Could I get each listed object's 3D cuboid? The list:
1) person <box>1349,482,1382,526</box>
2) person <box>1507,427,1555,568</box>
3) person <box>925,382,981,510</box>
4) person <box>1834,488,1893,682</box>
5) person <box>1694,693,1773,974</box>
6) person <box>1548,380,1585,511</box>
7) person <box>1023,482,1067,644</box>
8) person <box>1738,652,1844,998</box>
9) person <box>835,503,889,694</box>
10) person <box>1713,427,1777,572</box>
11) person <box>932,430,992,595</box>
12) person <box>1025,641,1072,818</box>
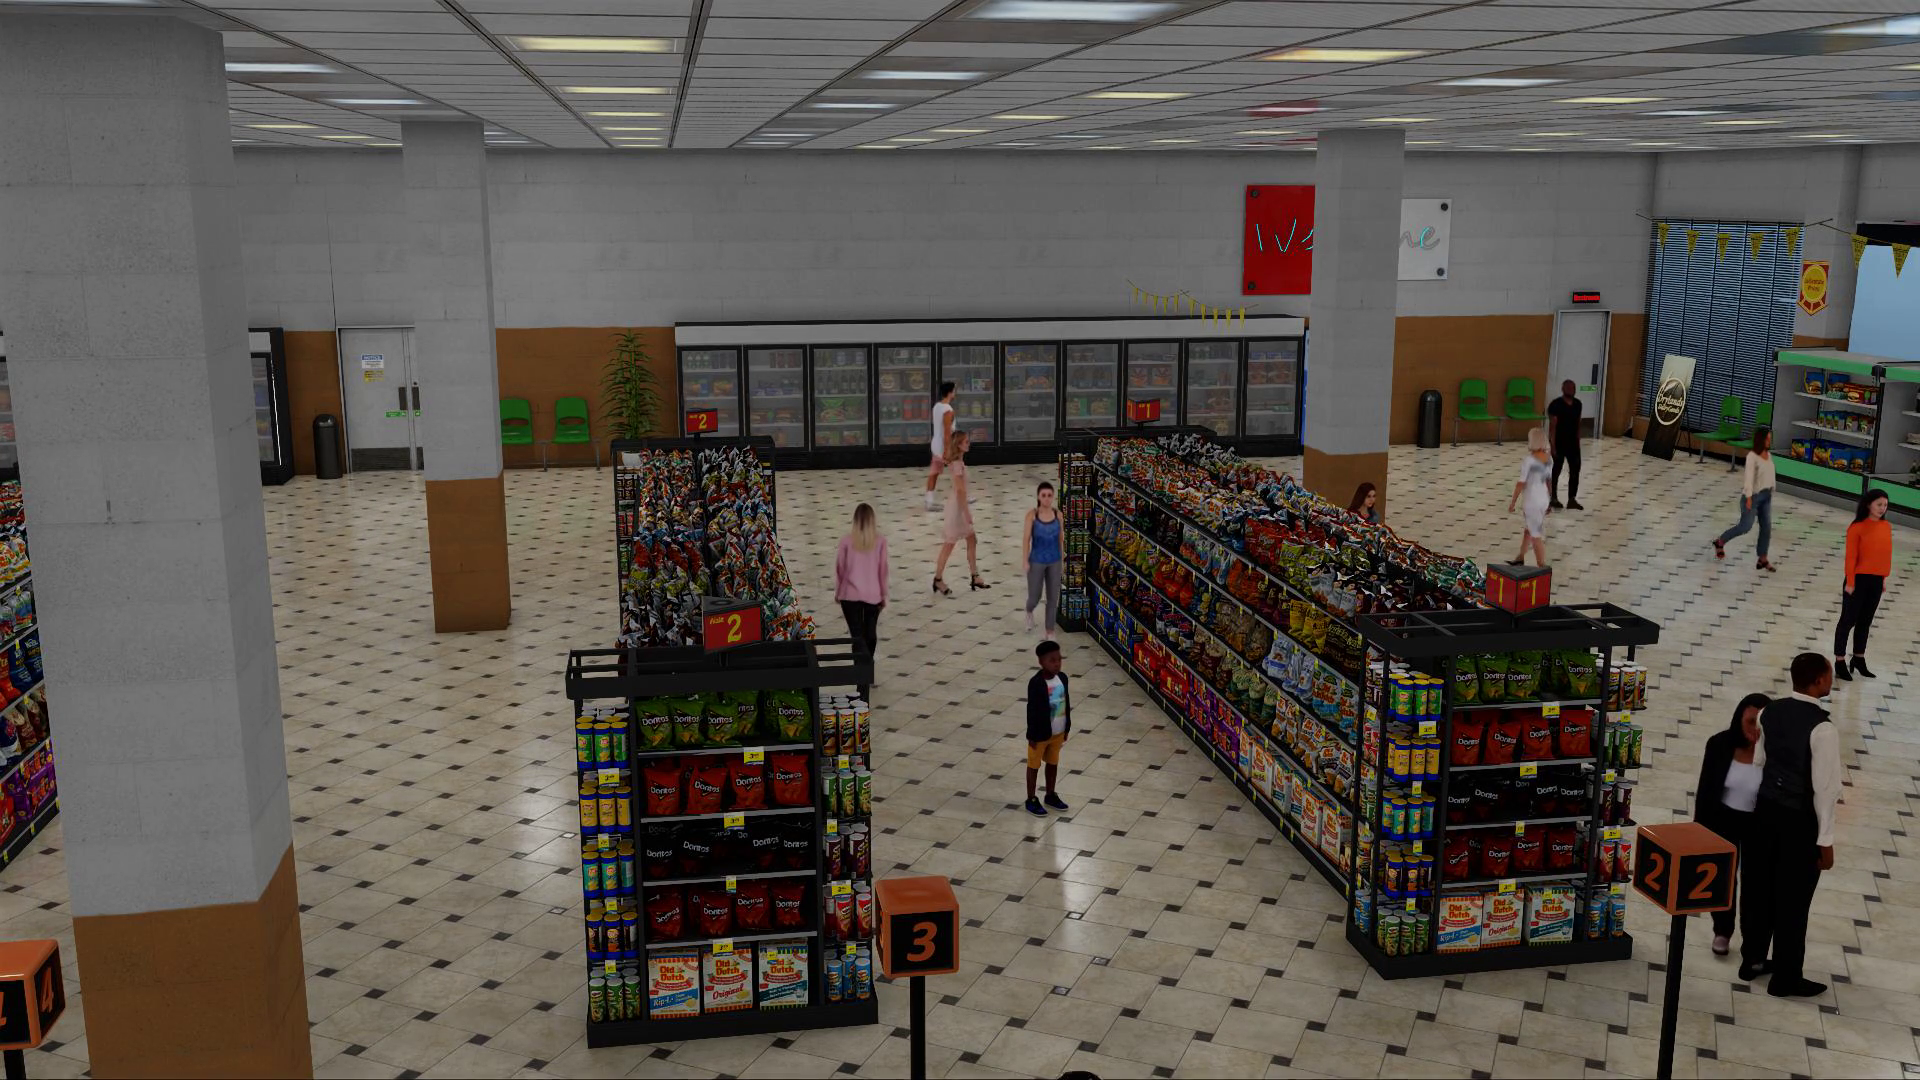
[{"bbox_3d":[3.742,0.277,15.738,0.648,1.692,0.614,-5,13,-22],"label":"person"},{"bbox_3d":[6.577,-0.384,18.808,0.785,1.721,0.997,-7,14,-29],"label":"person"},{"bbox_3d":[-0.311,-1.269,22.939,0.901,1.751,1.033,-7,14,-28],"label":"person"},{"bbox_3d":[8.188,0.386,15.086,0.652,1.749,0.600,-4,13,-18],"label":"person"},{"bbox_3d":[4.475,1.628,9.556,0.814,1.597,0.868,6,13,25],"label":"person"},{"bbox_3d":[8.334,-1.327,23.092,0.704,1.802,0.841,-3,12,-12],"label":"person"},{"bbox_3d":[0.813,0.221,16.243,0.596,1.596,0.860,-3,12,-14],"label":"person"},{"bbox_3d":[4.572,1.547,9.164,0.795,1.917,0.571,-4,13,-19],"label":"person"},{"bbox_3d":[-0.856,0.545,14.595,0.609,1.640,1.067,-2,12,-11],"label":"person"},{"bbox_3d":[9.227,-0.482,19.440,0.874,1.652,1.117,-7,14,-31],"label":"person"},{"bbox_3d":[-0.139,-0.282,18.119,0.794,1.805,0.887,2,12,9],"label":"person"},{"bbox_3d":[0.607,1.320,11.818,0.598,1.268,0.638,-9,15,-36],"label":"person"}]
